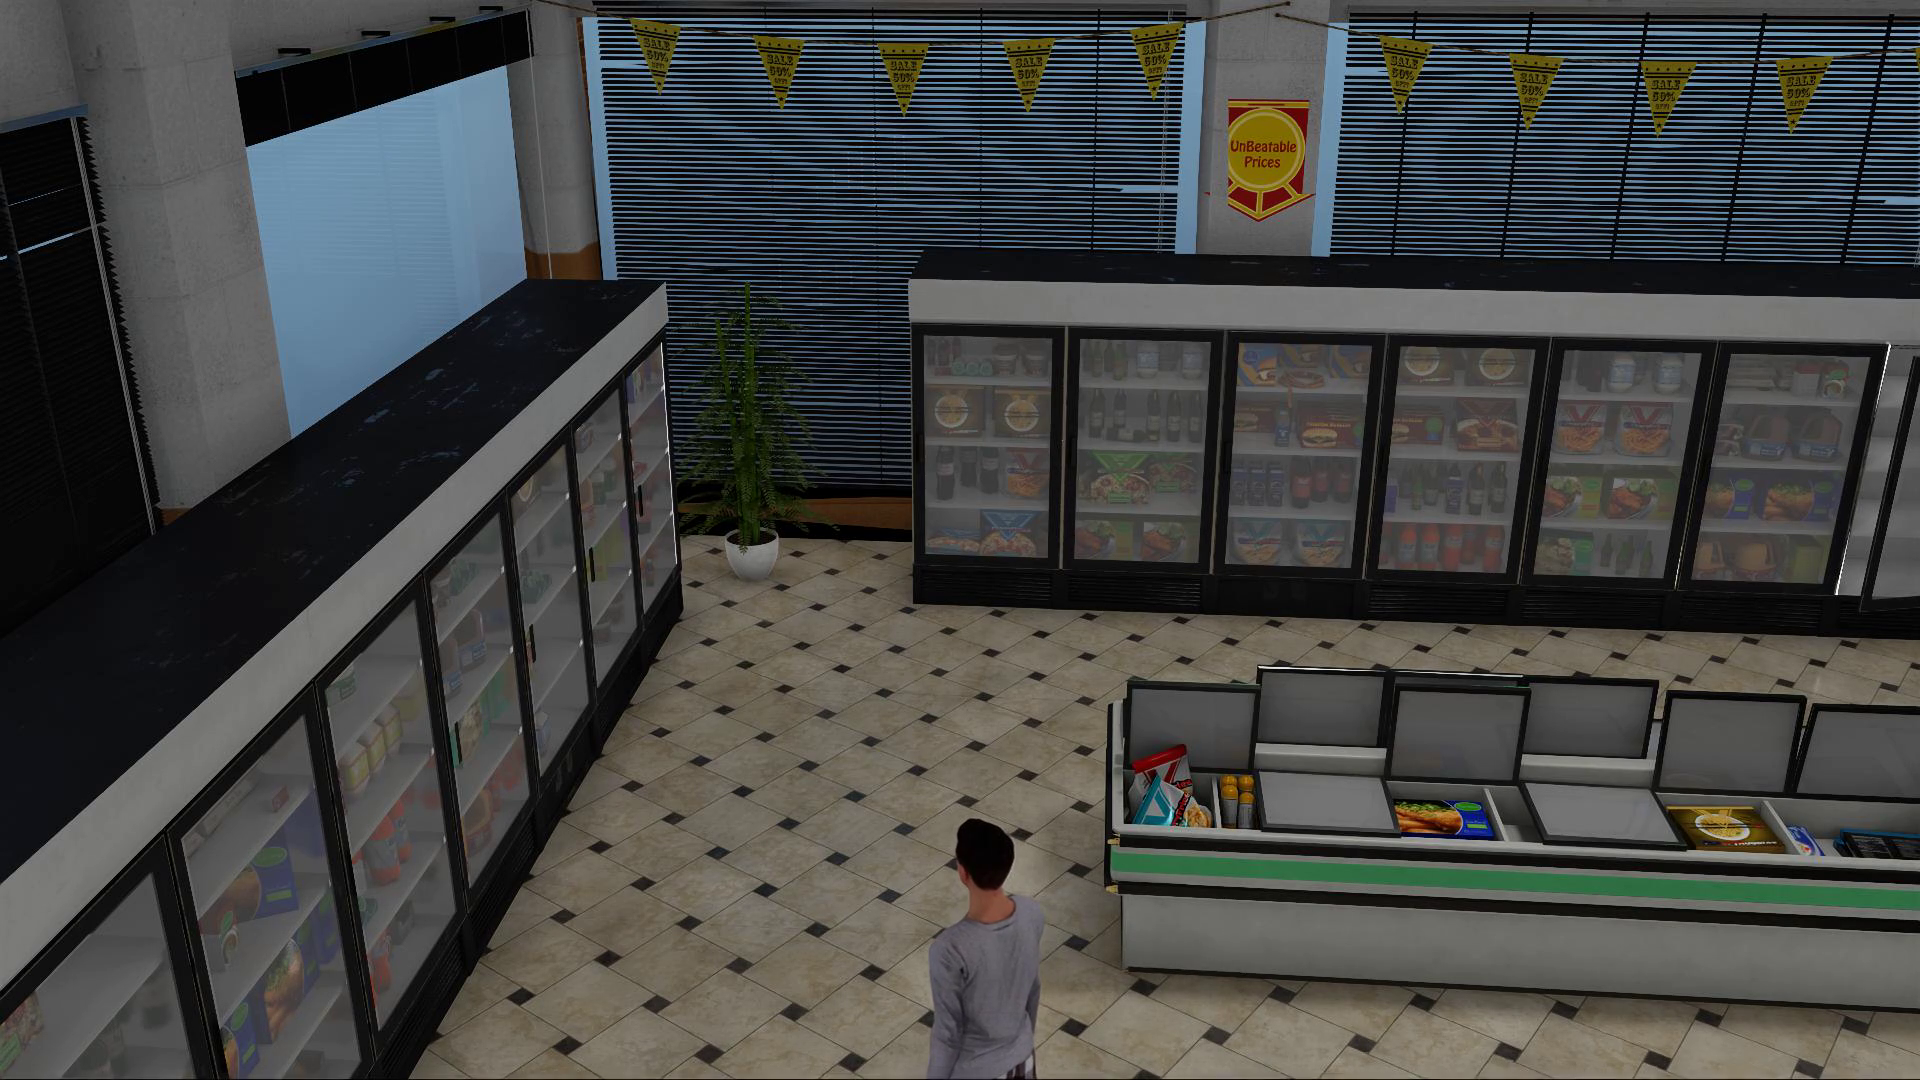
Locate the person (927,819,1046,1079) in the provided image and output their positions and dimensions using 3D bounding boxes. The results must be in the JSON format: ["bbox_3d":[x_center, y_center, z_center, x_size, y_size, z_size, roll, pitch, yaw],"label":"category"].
[{"bbox_3d":[0.096,1.798,5.731,0.701,1.847,0.765,-17,27,-36],"label":"person"}]
